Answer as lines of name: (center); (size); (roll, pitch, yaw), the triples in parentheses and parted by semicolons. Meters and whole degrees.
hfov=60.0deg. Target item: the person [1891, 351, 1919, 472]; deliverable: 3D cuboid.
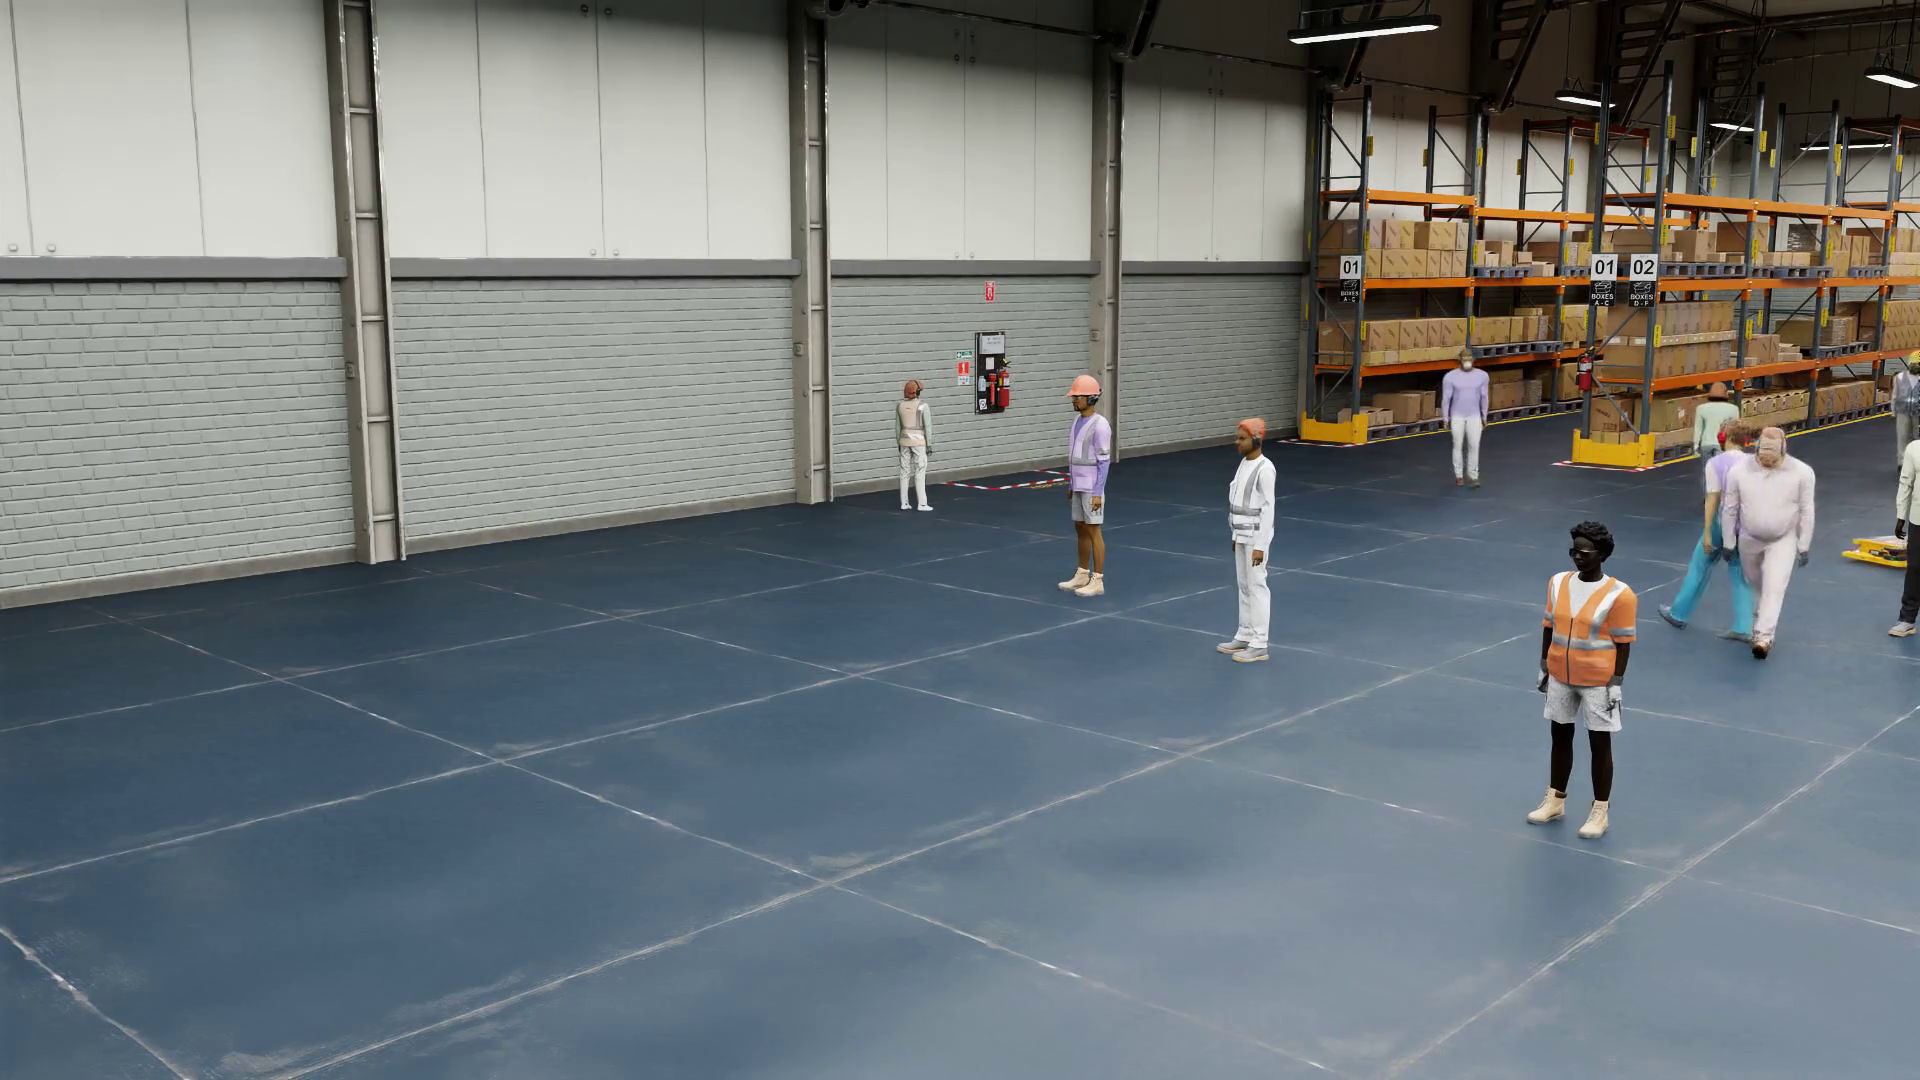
person: (14.200, -1.920, 24.772); (0.599, 1.810, 0.779); (6, 11, 34)

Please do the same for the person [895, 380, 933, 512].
person: (-0.574, -1.167, 20.689); (0.514, 1.641, 0.307); (5, 11, 29)

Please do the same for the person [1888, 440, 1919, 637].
person: (7.924, -0.164, 13.496); (0.396, 1.990, 0.621); (-9, 13, -42)

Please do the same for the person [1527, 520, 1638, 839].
person: (3.335, 0.737, 8.911); (0.318, 1.697, 0.535); (-7, 12, -38)

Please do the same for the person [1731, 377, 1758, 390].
person: (15.771, -3.422, 33.438); (0.367, 1.966, 0.607); (-6, 11, -34)

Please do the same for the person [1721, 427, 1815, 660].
person: (6.344, 0.002, 13.106); (0.658, 1.797, 1.152); (7, 12, 37)

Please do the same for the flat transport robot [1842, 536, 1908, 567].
flat transport robot: (9.916, 0.097, 17.143); (1.431, 0.197, 0.652); (-3, 10, -19)

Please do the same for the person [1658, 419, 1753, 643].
person: (6.225, -0.091, 13.668); (0.594, 1.794, 0.935); (-3, 10, -19)

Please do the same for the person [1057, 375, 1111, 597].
person: (1.156, -0.500, 15.393); (0.375, 2.044, 0.605); (-4, 10, -23)

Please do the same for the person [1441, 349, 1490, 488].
person: (6.939, -1.655, 22.827); (0.655, 1.903, 0.905); (1, 9, 9)

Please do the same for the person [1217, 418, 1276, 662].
person: (2.240, -0.004, 12.861); (0.356, 1.883, 0.573); (-2, 9, -11)

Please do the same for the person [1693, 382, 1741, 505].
person: (9.494, -1.170, 20.851); (0.520, 1.598, 0.825); (7, 11, 36)
